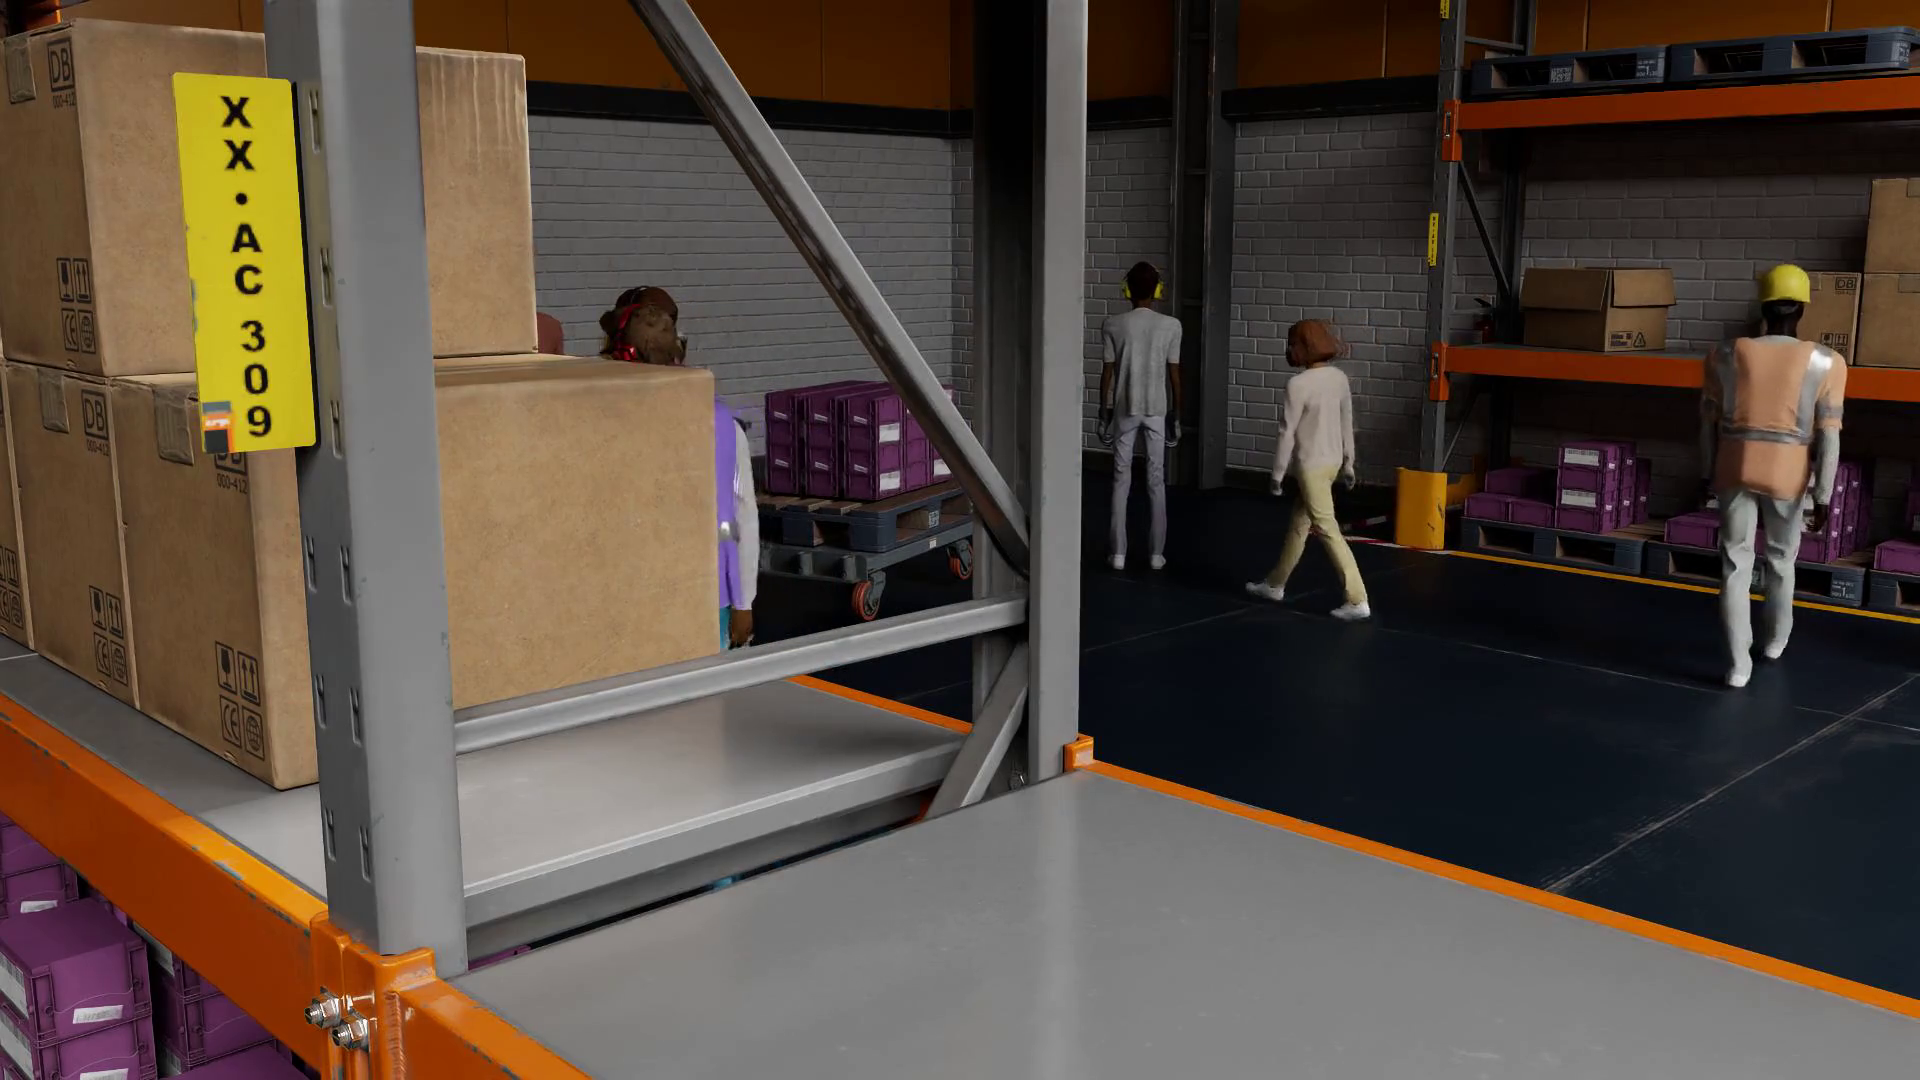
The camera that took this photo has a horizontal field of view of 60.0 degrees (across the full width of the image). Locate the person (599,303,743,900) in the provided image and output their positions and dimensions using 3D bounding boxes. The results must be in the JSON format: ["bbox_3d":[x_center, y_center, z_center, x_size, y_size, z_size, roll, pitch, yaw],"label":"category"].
[{"bbox_3d":[-0.889,0.218,4.957,0.531,1.825,0.587,8,13,38],"label":"person"}]

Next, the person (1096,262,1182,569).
[{"bbox_3d":[1.087,-0.746,10.099,0.514,1.864,0.332,0,10,2],"label":"person"}]

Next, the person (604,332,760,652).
[{"bbox_3d":[-0.870,0.162,5.358,0.650,1.790,0.441,8,13,39],"label":"person"}]

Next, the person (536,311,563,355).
[{"bbox_3d":[-2.248,-0.490,8.342,0.397,1.992,0.623,8,13,38],"label":"person"}]

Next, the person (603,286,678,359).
[{"bbox_3d":[-1.134,-0.002,6.102,0.429,1.841,0.634,4,11,20],"label":"person"}]

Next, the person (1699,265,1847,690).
[{"bbox_3d":[3.694,-0.300,7.621,0.594,1.883,0.927,6,12,29],"label":"person"}]

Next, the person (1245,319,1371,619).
[{"bbox_3d":[1.888,-0.385,8.900,0.506,1.576,0.880,-10,14,-43],"label":"person"}]
